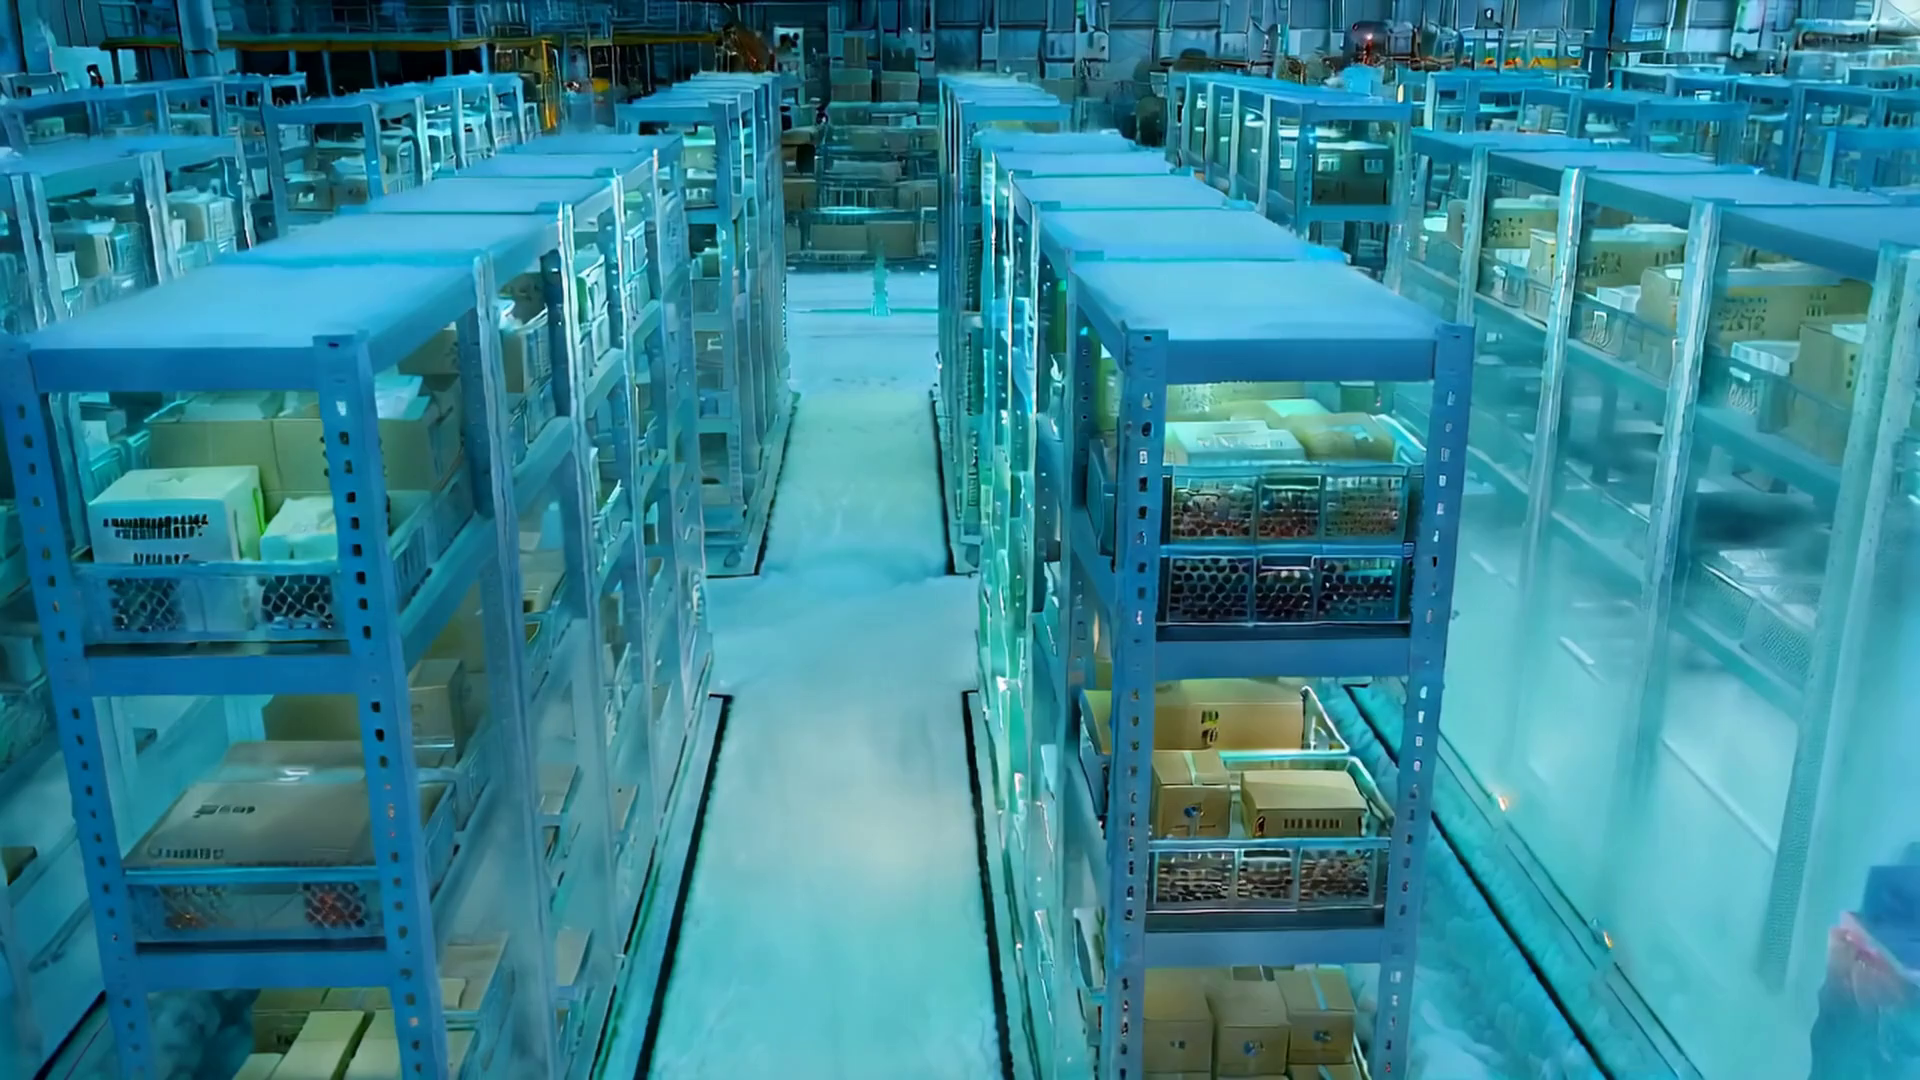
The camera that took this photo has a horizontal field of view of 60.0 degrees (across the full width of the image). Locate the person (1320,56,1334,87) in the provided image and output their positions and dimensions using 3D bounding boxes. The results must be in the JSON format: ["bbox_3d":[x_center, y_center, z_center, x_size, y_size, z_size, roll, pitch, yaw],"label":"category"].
[{"bbox_3d":[17.273,-21.807,78.289,0.630,1.910,0.531,-10,21,-29],"label":"person"}]

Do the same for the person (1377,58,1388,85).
[{"bbox_3d":[20.777,-22.837,81.842,0.532,1.690,0.321,-4,18,-12],"label":"person"}]

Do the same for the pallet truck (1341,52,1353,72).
[{"bbox_3d":[18.794,-23.123,82.231,0.823,1.965,1.885,-13,22,-35],"label":"pallet truck"}]

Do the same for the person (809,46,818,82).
[{"bbox_3d":[-8.275,-26.912,94.047,0.421,1.942,0.608,16,24,41],"label":"person"}]

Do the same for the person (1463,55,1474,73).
[{"bbox_3d":[24.524,-22.408,80.229,0.946,1.892,0.592,-12,21,-33],"label":"person"}]

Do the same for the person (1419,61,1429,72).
[{"bbox_3d":[20.183,-19.878,72.405,0.520,1.865,0.327,15,23,39],"label":"person"}]

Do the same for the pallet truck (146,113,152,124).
[{"bbox_3d":[-18.087,-8.309,36.390,1.885,1.965,0.823,-1,18,-4],"label":"pallet truck"}]

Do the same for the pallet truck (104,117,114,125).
[{"bbox_3d":[-18.367,-7.885,35.078,1.885,1.965,0.823,1,18,2],"label":"pallet truck"}]

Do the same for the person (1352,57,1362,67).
[{"bbox_3d":[19.821,-23.274,83.173,0.495,1.701,0.895,-4,18,-12],"label":"person"}]

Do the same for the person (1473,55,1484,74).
[{"bbox_3d":[25.426,-22.834,81.599,0.621,1.838,0.429,14,23,38],"label":"person"}]

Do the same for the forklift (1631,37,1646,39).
[{"bbox_3d":[30.644,-21.550,75.951,1.129,2.768,1.873,-4,18,-12],"label":"forklift"}]

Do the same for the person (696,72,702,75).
[{"bbox_3d":[-9.403,-16.329,61.423,0.610,1.864,0.602,-1,18,-4],"label":"person"}]

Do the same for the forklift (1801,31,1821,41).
[{"bbox_3d":[45.917,-26.108,90.055,1.129,2.768,1.873,-1,18,-2],"label":"forklift"}]

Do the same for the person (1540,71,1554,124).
[{"bbox_3d":[21.528,-16.295,61.282,1.006,1.878,0.564,9,20,26],"label":"person"}]

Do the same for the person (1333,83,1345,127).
[{"bbox_3d":[13.128,-14.856,57.175,0.723,1.672,0.540,-4,18,-12],"label":"person"}]

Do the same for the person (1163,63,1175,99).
[{"bbox_3d":[8.300,-17.720,65.443,0.689,2.000,0.537,-3,18,-8],"label":"person"}]

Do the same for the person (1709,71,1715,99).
[{"bbox_3d":[29.389,-17.637,65.306,0.607,1.966,0.367,2,18,7],"label":"person"}]

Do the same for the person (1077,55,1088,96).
[{"bbox_3d":[5.892,-22.247,79.633,0.465,1.925,0.659,10,21,29],"label":"person"}]

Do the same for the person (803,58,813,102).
[{"bbox_3d":[-6.881,-20.656,74.737,0.666,1.907,0.591,-12,22,-34],"label":"person"}]

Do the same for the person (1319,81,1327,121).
[{"bbox_3d":[12.279,-14.631,56.307,0.607,1.786,0.935,0,18,-1],"label":"person"}]

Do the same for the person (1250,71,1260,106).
[{"bbox_3d":[10.527,-15.738,59.422,0.435,1.981,0.629,-10,20,-28],"label":"person"}]

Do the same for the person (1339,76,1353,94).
[{"bbox_3d":[13.997,-15.971,60.489,0.544,1.750,0.375,10,20,27],"label":"person"}]

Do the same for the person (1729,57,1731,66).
[{"bbox_3d":[37.454,-22.718,81.246,0.501,1.839,0.341,6,19,17],"label":"person"}]
